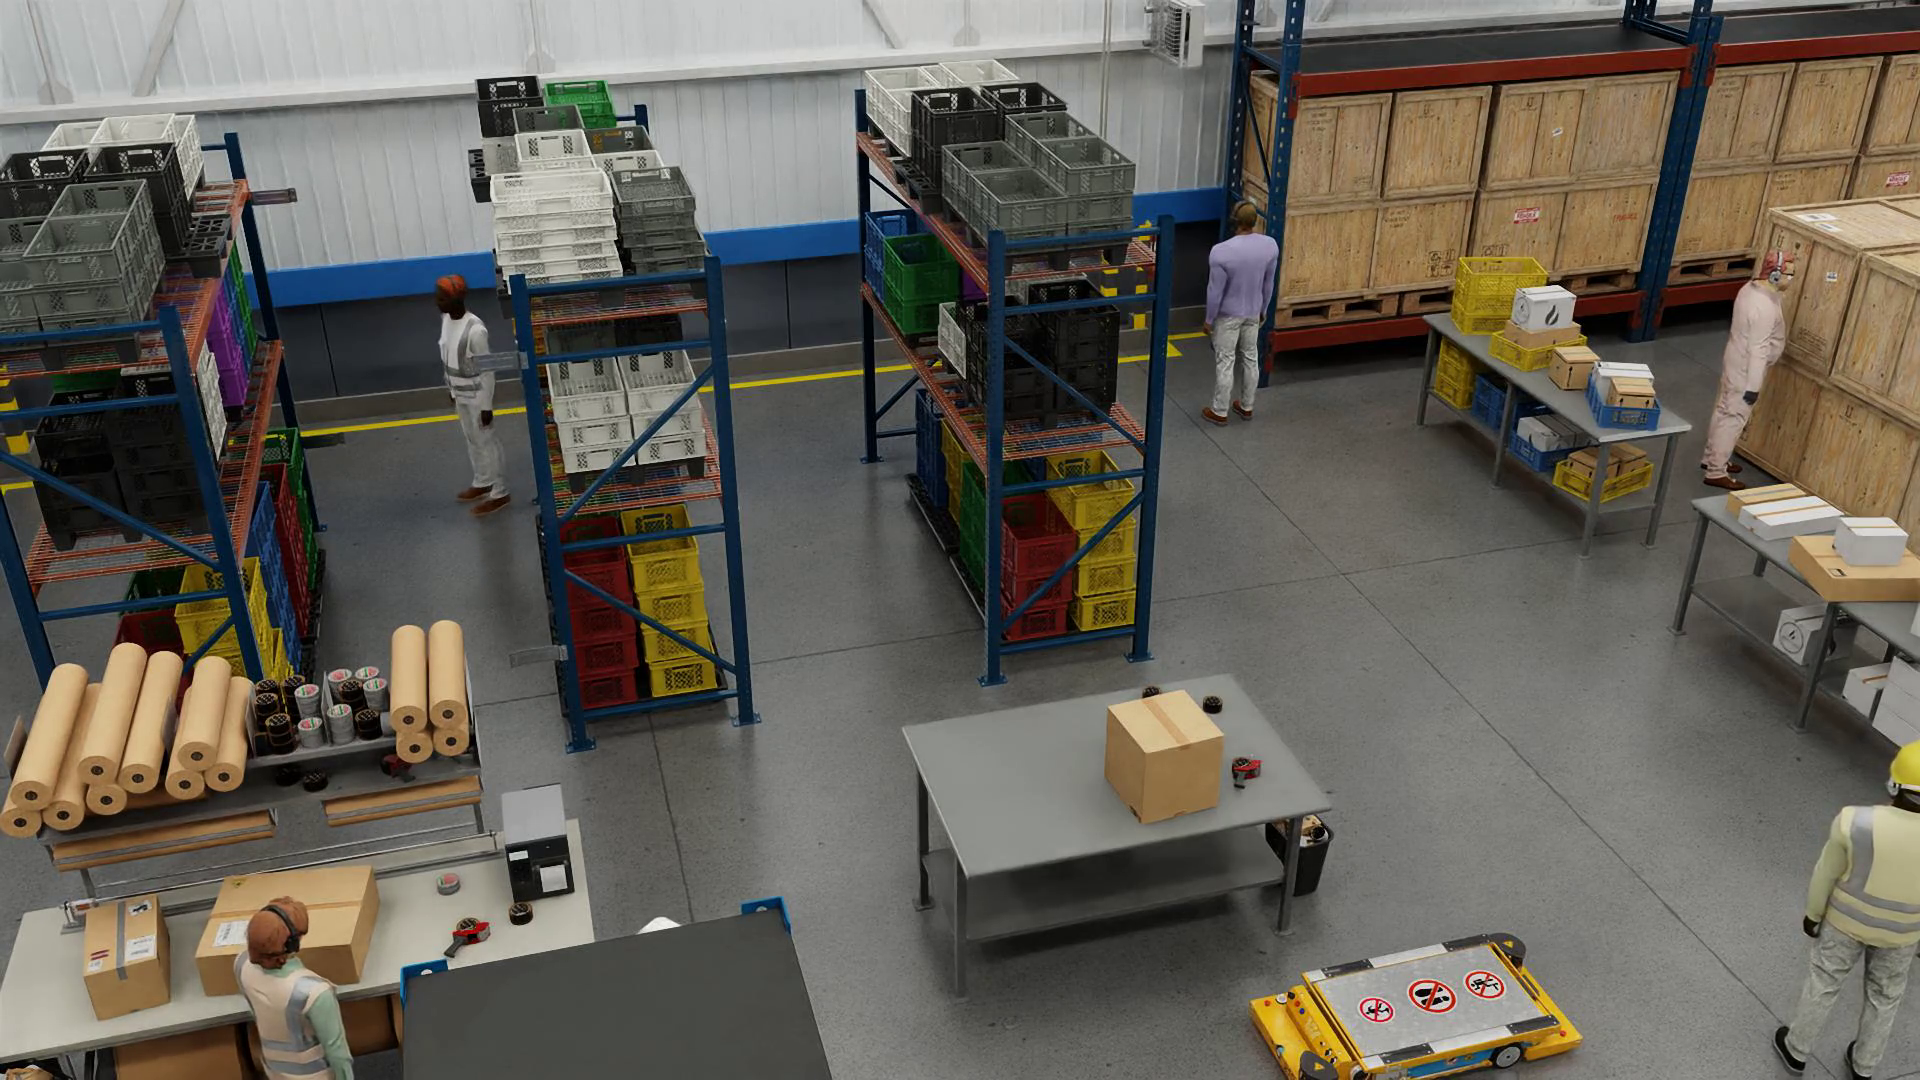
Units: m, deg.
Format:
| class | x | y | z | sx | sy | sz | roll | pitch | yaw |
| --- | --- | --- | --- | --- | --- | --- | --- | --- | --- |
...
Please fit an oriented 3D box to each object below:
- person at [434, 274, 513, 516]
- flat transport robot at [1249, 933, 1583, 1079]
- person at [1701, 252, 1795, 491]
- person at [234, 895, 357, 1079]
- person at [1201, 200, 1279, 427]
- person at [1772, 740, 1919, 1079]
| class | x | y | z | sx | sy | sz | roll | pitch | yaw |
| --- | --- | --- | --- | --- | --- | --- | --- | --- | --- |
| person | -3.663 | -1.092 | 12.456 | 0.337 | 1.882 | 0.585 | -23 | 36 | -35 |
| flat transport robot | 2.184 | 2.282 | 7.980 | 1.431 | 0.197 | 0.652 | -8 | 30 | -14 |
| person | 6.106 | -1.313 | 12.851 | 0.401 | 1.900 | 0.635 | 6 | 29 | 10 |
| person | -2.669 | 2.153 | 6.812 | 0.517 | 1.633 | 0.310 | 15 | 32 | 25 |
| person | 2.303 | -1.884 | 13.843 | 0.632 | 1.940 | 0.372 | -12 | 31 | -21 |
| person | 4.113 | 1.685 | 7.467 | 0.589 | 1.824 | 0.403 | 9 | 30 | 17 |
